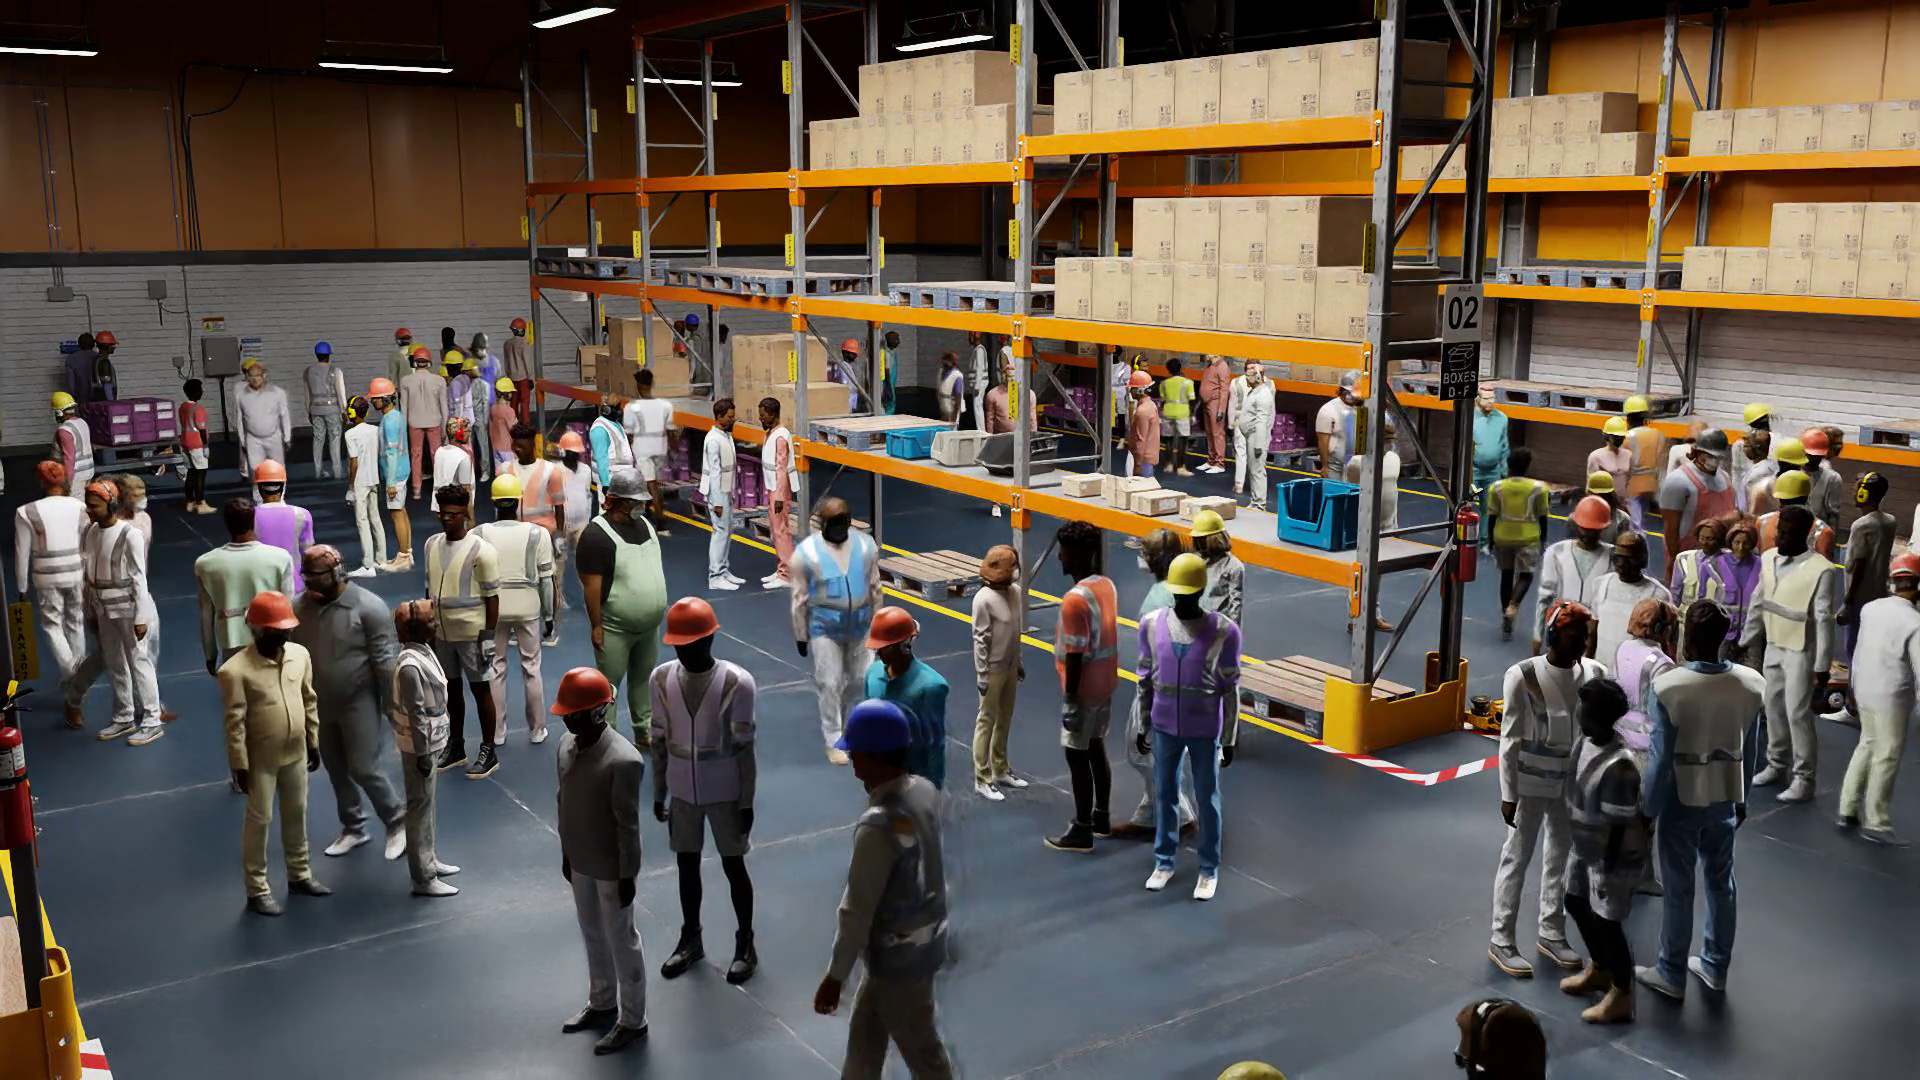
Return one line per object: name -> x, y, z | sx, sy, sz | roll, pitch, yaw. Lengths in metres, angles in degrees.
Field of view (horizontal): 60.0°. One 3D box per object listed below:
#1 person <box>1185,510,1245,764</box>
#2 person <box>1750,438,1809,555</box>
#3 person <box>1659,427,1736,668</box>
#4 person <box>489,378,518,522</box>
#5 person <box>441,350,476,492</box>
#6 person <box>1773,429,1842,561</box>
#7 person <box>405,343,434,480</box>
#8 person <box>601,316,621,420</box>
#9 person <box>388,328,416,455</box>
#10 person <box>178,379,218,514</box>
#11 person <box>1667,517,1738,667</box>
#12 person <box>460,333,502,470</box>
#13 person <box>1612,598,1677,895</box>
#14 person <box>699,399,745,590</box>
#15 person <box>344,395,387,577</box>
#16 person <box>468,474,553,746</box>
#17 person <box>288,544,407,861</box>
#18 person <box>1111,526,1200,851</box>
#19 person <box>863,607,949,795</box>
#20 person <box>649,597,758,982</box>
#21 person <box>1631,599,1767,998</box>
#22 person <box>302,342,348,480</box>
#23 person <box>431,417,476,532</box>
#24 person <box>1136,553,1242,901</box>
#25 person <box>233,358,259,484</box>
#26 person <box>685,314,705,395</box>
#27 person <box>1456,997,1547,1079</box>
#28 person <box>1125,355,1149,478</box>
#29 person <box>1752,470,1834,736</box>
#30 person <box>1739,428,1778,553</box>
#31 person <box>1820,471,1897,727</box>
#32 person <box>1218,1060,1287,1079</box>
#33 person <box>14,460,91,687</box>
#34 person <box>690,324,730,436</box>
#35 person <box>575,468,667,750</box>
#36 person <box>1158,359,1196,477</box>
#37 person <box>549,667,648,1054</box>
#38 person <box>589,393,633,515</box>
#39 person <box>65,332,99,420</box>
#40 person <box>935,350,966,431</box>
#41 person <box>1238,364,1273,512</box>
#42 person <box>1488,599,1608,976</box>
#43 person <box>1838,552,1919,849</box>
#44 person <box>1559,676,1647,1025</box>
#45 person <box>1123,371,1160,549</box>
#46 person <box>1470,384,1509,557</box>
person -> 1.702, 0.650, 11.325 | 0.332, 1.731, 0.489 | -10, 15, -41
person -> 6.748, 0.096, 13.694 | 0.637, 1.911, 0.523 | -5, 12, -24
person -> 5.978, 0.090, 13.394 | 0.673, 2.000, 0.536 | -5, 12, -26
person -> -5.451, -1.068, 20.026 | 0.534, 1.767, 0.313 | 11, 15, 43
person -> -6.645, -1.549, 22.066 | 0.371, 1.929, 0.584 | -1, 11, -4
person -> 7.150, 0.007, 14.119 | 0.549, 1.925, 0.389 | 4, 12, 19
person -> -7.569, -1.805, 23.381 | 0.362, 1.928, 0.587 | -3, 11, -13
person -> -6.400, -3.113, 30.183 | 0.356, 1.887, 0.573 | -10, 15, -41
person -> -8.580, -2.306, 25.834 | 0.631, 1.969, 0.463 | -10, 15, -43
person -> -9.522, -1.166, 20.726 | 0.530, 1.689, 0.322 | 10, 15, 41
person -> 5.204, 0.642, 11.621 | 0.317, 1.631, 0.518 | -10, 15, -42
person -> -6.979, -2.042, 24.301 | 0.697, 2.000, 0.933 | -7, 13, -33
person -> 3.748, 1.122, 9.145 | 0.307, 1.638, 0.511 | -2, 11, -11
person -> -2.378, -0.452, 16.519 | 0.401, 1.908, 0.598 | 0, 11, 2
person -> -6.150, -0.552, 17.119 | 0.314, 1.869, 0.537 | 3, 12, 17
person -> -3.139, 0.494, 11.647 | 0.587, 1.920, 0.391 | -2, 11, -9
person -> -3.520, 0.932, 9.528 | 0.667, 1.879, 0.456 | 2, 11, 12
person -> 1.137, 0.863, 9.714 | 0.482, 1.931, 0.652 | 3, 11, 13
person -> -0.313, 1.188, 8.552 | 0.575, 1.739, 0.350 | 10, 15, 42
person -> -1.241, 1.205, 8.008 | 0.555, 1.925, 0.409 | 2, 11, 12
person -> 3.494, 1.229, 7.881 | 0.590, 1.918, 0.398 | -3, 11, -13
person -> -8.920, -1.816, 23.424 | 0.612, 1.941, 0.417 | 2, 11, 12
person -> -4.733, -0.239, 15.615 | 0.389, 1.837, 0.560 | -10, 15, -43
person -> 1.229, 1.004, 9.035 | 0.586, 1.918, 0.405 | 5, 12, 26
person -> -9.806, -1.647, 23.036 | 0.387, 1.753, 0.535 | 5, 12, 24
person -> -4.770, -3.103, 30.006 | 0.408, 1.942, 0.609 | -1, 11, -3
person -> 1.415, 2.028, 4.103 | 0.509, 1.786, 0.821 | -5, 12, -24
person -> 2.368, -1.532, 22.130 | 0.312, 1.869, 0.538 | 4, 12, 19
person -> 5.900, 0.446, 11.901 | 0.395, 1.919, 0.582 | -6, 13, -28
person -> 7.033, -0.074, 14.749 | 0.345, 1.840, 0.504 | 8, 13, 34
person -> 6.566, 0.427, 12.108 | 0.534, 1.868, 0.309 | -8, 14, -35
person -> 0.687, 2.069, 4.049 | 0.484, 1.737, 0.305 | 8, 14, 35
person -> -6.877, 0.313, 12.735 | 0.737, 1.869, 0.588 | 10, 15, 42
person -> -4.134, -2.690, 27.994 | 0.986, 1.902, 0.739 | -8, 13, -34
person -> -2.233, 0.503, 11.277 | 0.535, 2.000, 0.679 | 7, 13, 34
person -> 3.107, -1.749, 23.753 | 0.629, 1.670, 0.345 | 7, 13, 31
person -> -1.626, 1.409, 7.412 | 0.557, 1.744, 0.347 | 10, 15, 41
person -> -3.672, -0.634, 17.611 | 0.429, 1.845, 0.621 | 1, 11, 4
person -> -13.184, -2.177, 25.254 | 0.627, 1.941, 0.371 | -2, 11, -9
person -> -0.123, -1.777, 23.529 | 0.381, 1.818, 0.666 | -6, 12, -27
person -> 3.625, -1.222, 20.478 | 0.399, 1.900, 0.645 | 0, 11, 2
person -> 2.884, 1.204, 8.129 | 0.576, 1.877, 0.344 | -3, 11, -15
person -> 5.515, 0.945, 9.830 | 0.407, 1.730, 0.718 | 0, 11, 0
person -> 2.931, 1.412, 7.563 | 0.424, 1.662, 0.551 | 0, 11, -2
person -> 2.027, -0.896, 18.589 | 0.408, 1.987, 0.614 | 3, 11, 14
person -> 5.652, -0.741, 18.030 | 0.667, 1.899, 0.396 | -2, 11, -11
